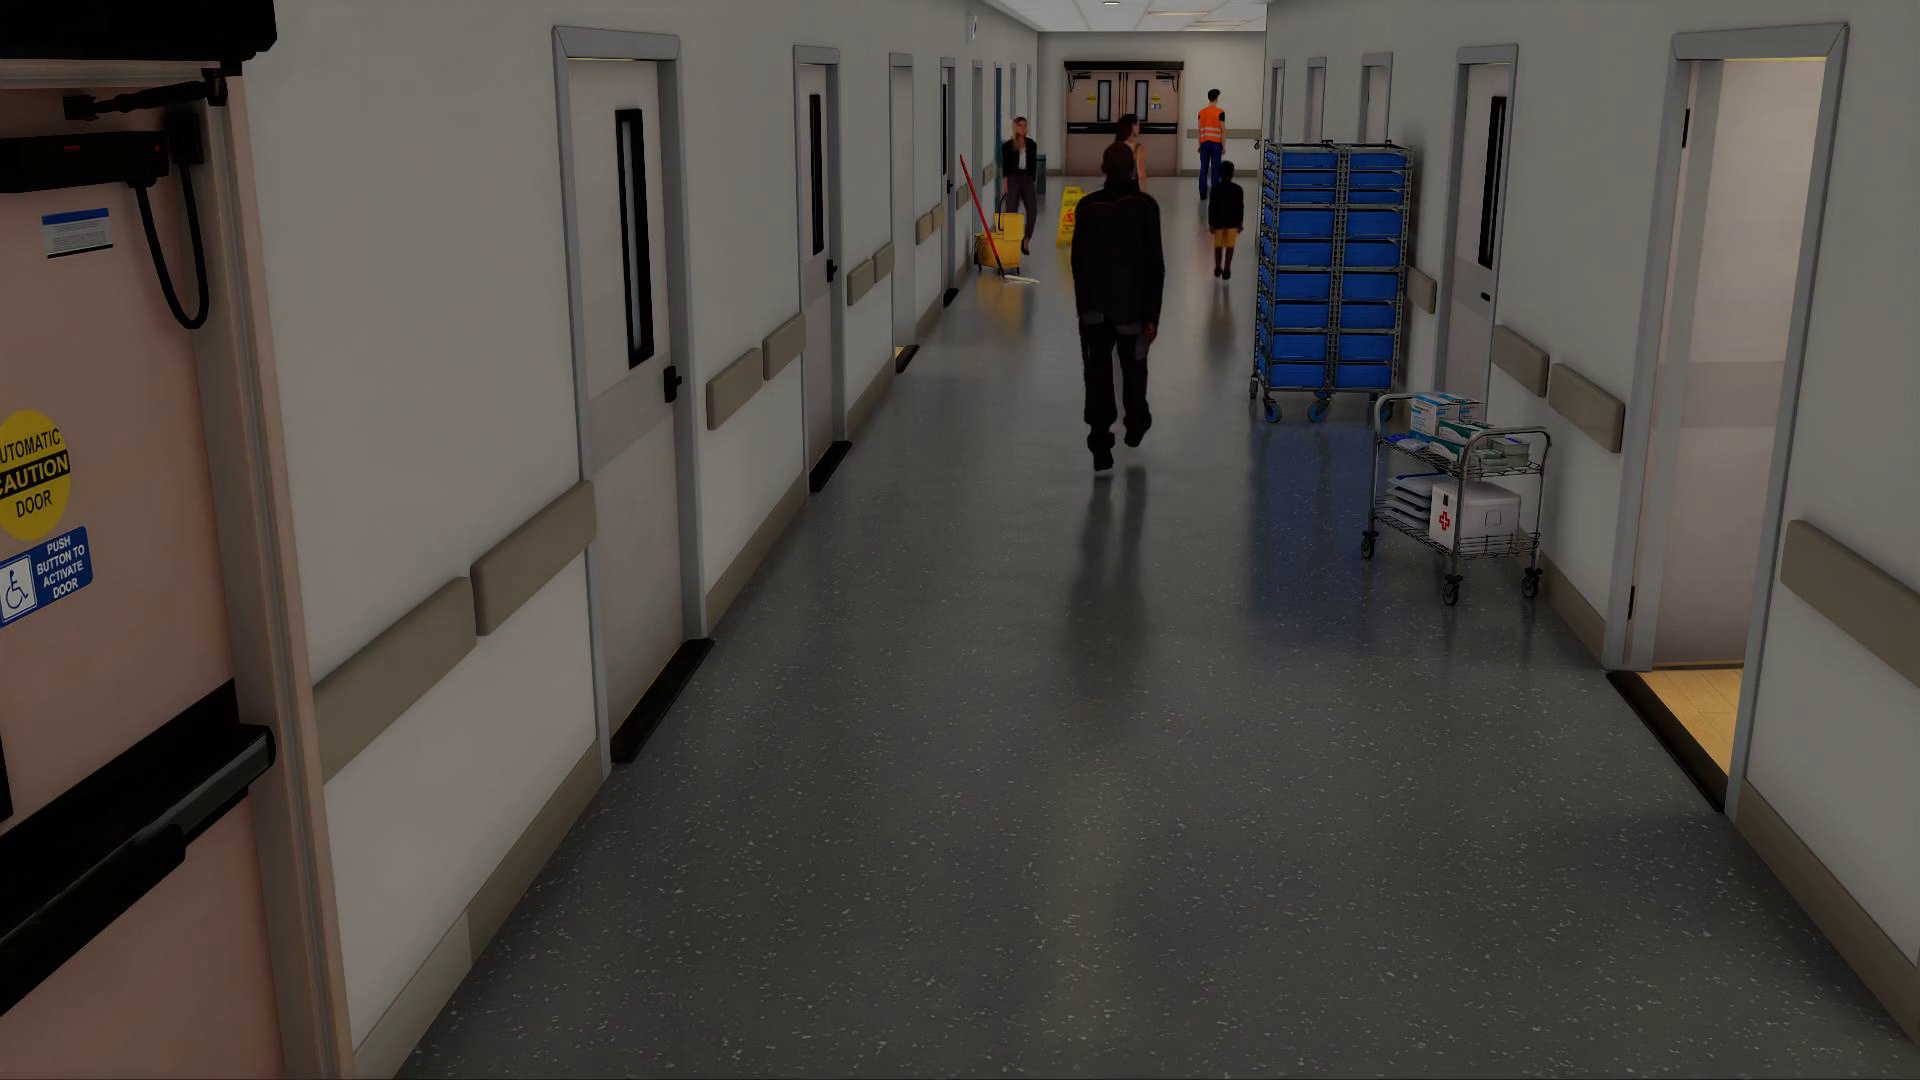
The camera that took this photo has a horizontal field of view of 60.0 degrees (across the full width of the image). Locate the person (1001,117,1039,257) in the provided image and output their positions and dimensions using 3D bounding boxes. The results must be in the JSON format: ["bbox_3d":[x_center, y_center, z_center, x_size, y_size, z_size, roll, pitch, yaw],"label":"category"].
[{"bbox_3d":[0.681,-4.187,19.816,0.668,1.665,0.686,-3,16,-11],"label":"person"}]

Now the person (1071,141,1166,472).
[{"bbox_3d":[0.832,-1.251,9.195,0.816,1.778,1.233,4,16,13],"label":"person"}]

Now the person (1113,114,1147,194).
[{"bbox_3d":[1.719,-3.486,17.140,0.696,1.769,0.723,12,20,37],"label":"person"}]

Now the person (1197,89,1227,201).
[{"bbox_3d":[4.389,-6.909,29.059,0.762,1.888,0.757,8,18,26],"label":"person"}]

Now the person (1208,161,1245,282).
[{"bbox_3d":[2.833,-3.381,17.725,0.574,1.248,0.778,4,16,13],"label":"person"}]
